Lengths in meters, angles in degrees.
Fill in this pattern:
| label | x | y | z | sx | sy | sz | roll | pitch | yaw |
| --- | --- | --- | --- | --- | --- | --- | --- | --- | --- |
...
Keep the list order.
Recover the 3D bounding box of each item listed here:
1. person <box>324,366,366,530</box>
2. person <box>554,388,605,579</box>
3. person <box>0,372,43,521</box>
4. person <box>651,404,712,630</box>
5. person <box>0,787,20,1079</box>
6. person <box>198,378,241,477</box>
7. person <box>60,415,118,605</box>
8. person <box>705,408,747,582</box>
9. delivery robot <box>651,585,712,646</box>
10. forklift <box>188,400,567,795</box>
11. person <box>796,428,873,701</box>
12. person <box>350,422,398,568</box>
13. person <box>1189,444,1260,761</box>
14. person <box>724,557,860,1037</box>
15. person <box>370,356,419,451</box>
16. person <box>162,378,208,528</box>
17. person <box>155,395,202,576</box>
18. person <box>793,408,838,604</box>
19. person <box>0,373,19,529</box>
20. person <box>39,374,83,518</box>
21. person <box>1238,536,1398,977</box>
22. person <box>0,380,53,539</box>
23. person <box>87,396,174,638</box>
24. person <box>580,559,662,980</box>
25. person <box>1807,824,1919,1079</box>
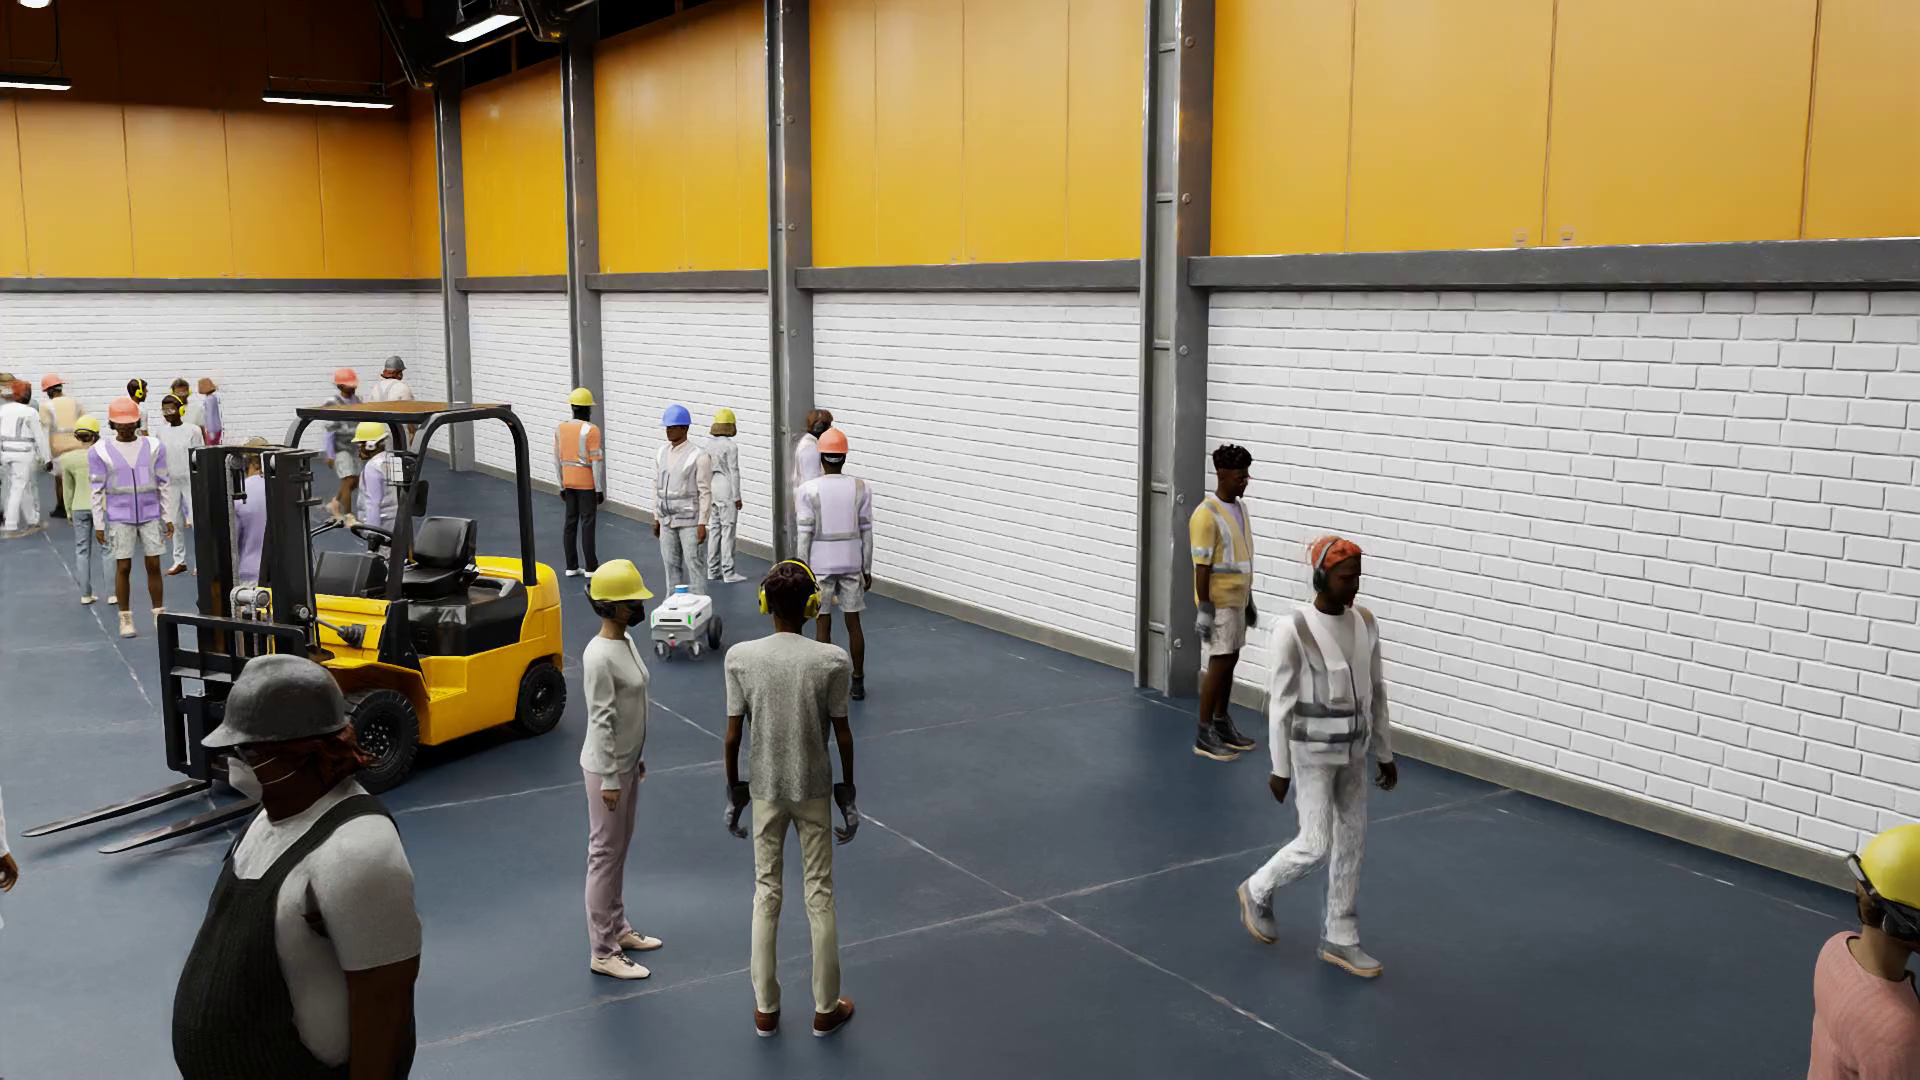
| label | x | y | z | sx | sy | sz | roll | pitch | yaw |
| --- | --- | --- | --- | --- | --- | --- | --- | --- | --- |
| person | -7.530 | -1.117 | 20.280 | 0.726 | 2.016 | 0.660 | 3 | 9 | 18 |
| person | -3.830 | -0.571 | 16.832 | 0.589 | 1.928 | 0.385 | 5 | 10 | 31 |
| person | -11.506 | -1.072 | 20.224 | 0.635 | 1.928 | 0.381 | -5 | 10 | -30 |
| person | -2.364 | -0.174 | 14.084 | 0.602 | 1.948 | 0.387 | 5 | 10 | 32 |
| person | -3.487 | 1.081 | 5.666 | 0.361 | 1.935 | 0.553 | 4 | 9 | 27 |
| person | -11.250 | -1.654 | 25.201 | 0.621 | 1.612 | 0.502 | -2 | 9 | -11 |
| person | -8.012 | -0.272 | 15.389 | 0.527 | 1.761 | 0.333 | 0 | 8 | -1 |
| person | -2.350 | -0.450 | 16.676 | 0.320 | 1.737 | 0.490 | -7 | 11 | -41 |
| delivery robot | -2.209 | 0.601 | 13.220 | 0.477 | 0.478 | 0.707 | 1 | 8 | 5 |
| forklift | -3.529 | 0.258 | 10.348 | 1.214 | 2.155 | 2.313 | 4 | 9 | 25 |
| person | -0.889 | 0.180 | 11.740 | 0.551 | 1.935 | 0.375 | -3 | 9 | -17 |
| person | -4.939 | -0.119 | 14.187 | 0.426 | 1.815 | 0.587 | 0 | 8 | 2 |
| person | 1.674 | 0.370 | 10.400 | 0.395 | 1.961 | 0.635 | 6 | 10 | 34 |
| person | -0.656 | 0.998 | 6.457 | 0.534 | 1.868 | 0.309 | 1 | 8 | 3 |
| person | -7.645 | -1.496 | 22.686 | 0.684 | 2.000 | 0.538 | 4 | 10 | 27 |
| person | -9.488 | -1.066 | 20.436 | 0.528 | 1.846 | 0.404 | -4 | 9 | -24 |
| person | -7.943 | -0.555 | 16.967 | 0.510 | 1.861 | 0.324 | 1 | 8 | 4 |
| person | -1.299 | -0.287 | 15.225 | 0.445 | 1.831 | 0.679 | 0 | 8 | -2 |
| person | -11.872 | -1.119 | 20.420 | 0.377 | 1.959 | 0.603 | -1 | 9 | -8 |
| person | -11.310 | -1.156 | 21.007 | 0.988 | 1.868 | 0.559 | 7 | 11 | 39 |
| person | 1.545 | 0.904 | 7.082 | 0.595 | 1.867 | 0.582 | -6 | 10 | -34 |
| person | -11.075 | -0.971 | 19.756 | 0.601 | 1.850 | 0.843 | 3 | 9 | 19 |
| person | -6.921 | -0.188 | 13.923 | 0.612 | 2.030 | 0.403 | -6 | 11 | -37 |
| person | -1.442 | 0.957 | 7.073 | 0.315 | 1.770 | 0.524 | 0 | 8 | 1 |
| person | 2.015 | 1.469 | 3.675 | 0.338 | 1.756 | 0.532 | 2 | 9 | 14 |
